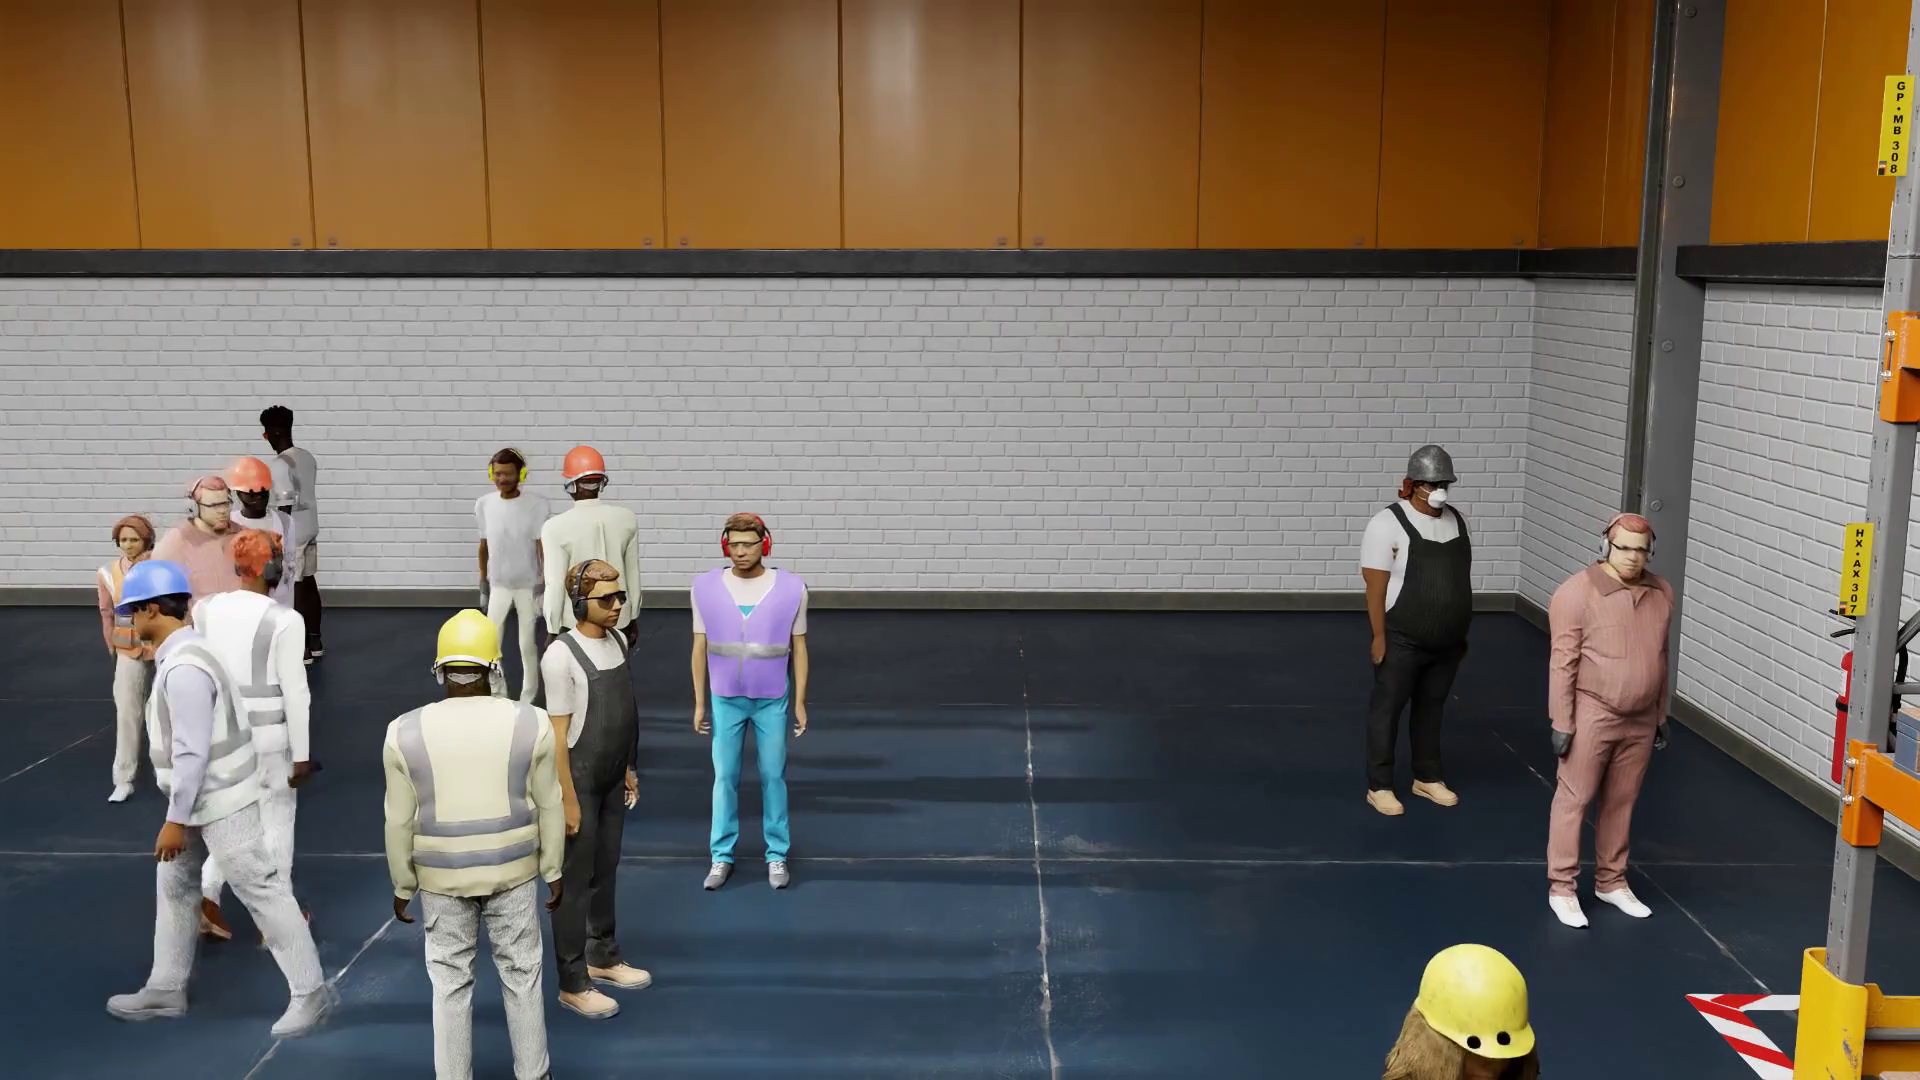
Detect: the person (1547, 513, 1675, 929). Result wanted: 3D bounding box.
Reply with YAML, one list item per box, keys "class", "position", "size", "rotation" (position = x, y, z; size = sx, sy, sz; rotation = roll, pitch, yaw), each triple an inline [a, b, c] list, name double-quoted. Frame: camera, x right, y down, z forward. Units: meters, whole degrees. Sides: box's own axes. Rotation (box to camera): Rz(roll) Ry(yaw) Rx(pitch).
- class: "person"
  position: [2.992, 0.816, 7.604]
  size: [0.642, 1.903, 0.399]
  rotation: [-3, 10, -18]

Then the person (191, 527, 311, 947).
- class: "person"
  position: [-3.121, 0.887, 7.248]
  size: [0.616, 1.876, 0.527]
  rotation: [3, 10, 17]

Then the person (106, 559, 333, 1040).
- class: "person"
  position: [-2.932, 1.013, 6.517]
  size: [0.825, 1.893, 0.639]
  rotation: [-5, 11, -30]

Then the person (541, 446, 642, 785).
- class: "person"
  position: [-2.098, 0.459, 9.459]
  size: [0.612, 1.994, 0.395]
  rotation: [-8, 13, -41]

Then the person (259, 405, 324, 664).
- class: "person"
  position: [-5.040, -0.036, 12.532]
  size: [0.377, 1.958, 0.600]
  rotation: [0, 9, -1]

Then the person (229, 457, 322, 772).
- class: "person"
  position: [-4.259, 0.425, 10.024]
  size: [1.004, 1.890, 0.553]
  rotation: [8, 13, 41]

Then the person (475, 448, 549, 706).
- class: "person"
  position: [-2.879, 0.331, 10.720]
  size: [0.493, 1.846, 0.583]
  rotation: [0, 9, -1]

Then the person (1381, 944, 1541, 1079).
- class: "person"
  position: [0.956, 1.620, 3.264]
  size: [0.486, 1.743, 0.299]
  rotation: [-2, 10, -13]

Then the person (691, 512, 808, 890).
- class: "person"
  position: [-1.008, 0.769, 8.049]
  size: [0.564, 1.846, 0.390]
  rotation: [0, 9, -1]

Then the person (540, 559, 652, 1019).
- class: "person"
  position: [-1.477, 0.985, 6.754]
  size: [0.351, 1.847, 0.507]
  rotation: [4, 10, 21]

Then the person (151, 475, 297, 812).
- class: "person"
  position: [-4.072, 0.573, 9.127]
  size: [0.800, 1.882, 0.659]
  rotation: [6, 11, 33]

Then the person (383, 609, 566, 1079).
- class: "person"
  position: [-1.685, 1.148, 5.820]
  size: [0.601, 1.830, 0.403]
  rotation: [-3, 10, -16]

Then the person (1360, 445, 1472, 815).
- class: "person"
  position: [2.562, 0.487, 9.155]
  size: [0.681, 2.000, 0.536]
  rotation: [-4, 10, -23]

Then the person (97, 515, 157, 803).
- class: "person"
  position: [-4.671, 0.644, 9.570]
  size: [0.511, 1.596, 0.845]
  rotation: [-1, 10, -8]
